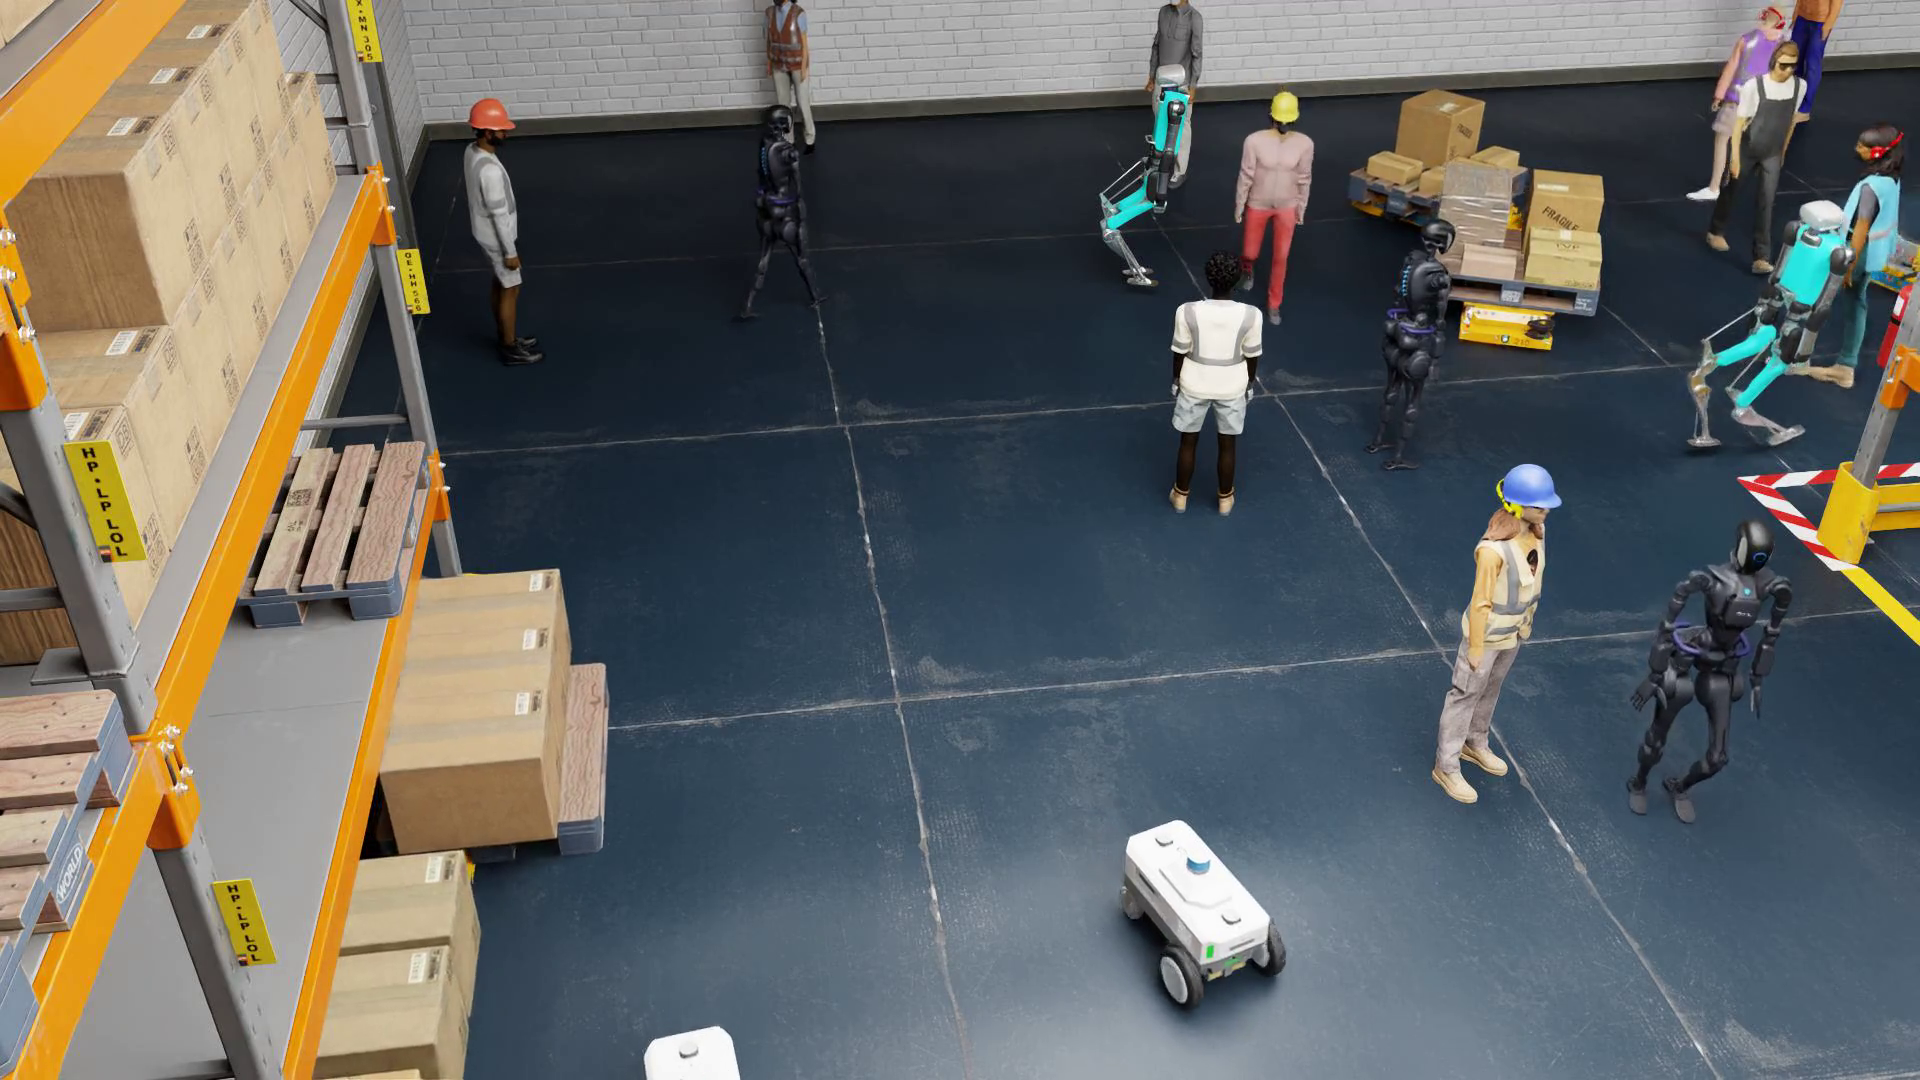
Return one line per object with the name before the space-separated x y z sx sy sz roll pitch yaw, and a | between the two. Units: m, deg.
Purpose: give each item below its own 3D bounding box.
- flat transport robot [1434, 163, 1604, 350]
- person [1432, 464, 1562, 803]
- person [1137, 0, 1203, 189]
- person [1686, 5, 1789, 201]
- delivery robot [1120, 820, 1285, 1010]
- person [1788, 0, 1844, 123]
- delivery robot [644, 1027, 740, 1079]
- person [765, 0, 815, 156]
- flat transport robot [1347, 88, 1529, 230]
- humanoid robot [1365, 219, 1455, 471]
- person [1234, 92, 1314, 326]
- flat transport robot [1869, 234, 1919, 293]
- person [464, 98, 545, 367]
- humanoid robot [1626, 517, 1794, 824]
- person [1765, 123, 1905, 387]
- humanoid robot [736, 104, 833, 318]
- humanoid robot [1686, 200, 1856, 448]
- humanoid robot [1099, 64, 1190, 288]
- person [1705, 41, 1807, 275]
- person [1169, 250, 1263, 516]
flat transport robot | 4.187 -1.866 12.712 0.659 0.231 1.431 9 34 14
person | 2.525 0.430 7.810 0.461 1.781 0.305 -27 42 -35
person | 1.878 -4.045 14.563 0.527 1.898 0.396 27 42 35
person | 6.728 -3.751 14.328 0.641 1.657 0.448 2 33 4
delivery robot | 1.021 1.593 7.165 0.499 0.612 0.805 -15 36 -22
person | 8.223 -5.038 16.018 0.397 1.974 0.516 -10 34 -15
delivery robot | -0.964 2.201 6.205 0.499 0.580 0.756 -9 34 -13
person | -1.582 -4.352 15.228 0.448 1.680 0.341 12 35 18
flat transport robot | 4.119 -2.801 14.144 0.659 0.231 1.431 -28 42 -36
humanoid robot | 2.841 -1.234 10.455 0.305 1.653 0.615 -9 34 -13
person | 2.304 -2.502 12.326 0.548 1.747 0.561 2 33 3
flat transport robot | 7.490 -2.113 13.090 0.659 0.231 1.431 -17 37 -24
person | -3.193 -2.132 11.609 0.387 1.925 0.547 -16 36 -22
humanoid robot | 3.404 0.609 7.627 0.586 1.644 0.363 0 33 0
person | 6.047 -1.955 11.402 0.716 1.842 0.593 25 41 33
humanoid robot | -1.356 -2.425 12.342 0.818 1.638 0.585 -24 40 -32
humanoid robot | 5.024 -1.264 10.446 1.014 1.738 0.542 -8 34 -12
humanoid robot | 1.326 -2.751 12.602 0.735 1.677 0.533 0 33 0
person | 6.309 -3.030 13.106 0.521 1.791 0.951 2 33 4
person | 1.517 -0.918 9.961 0.534 1.692 0.320 3 33 5
